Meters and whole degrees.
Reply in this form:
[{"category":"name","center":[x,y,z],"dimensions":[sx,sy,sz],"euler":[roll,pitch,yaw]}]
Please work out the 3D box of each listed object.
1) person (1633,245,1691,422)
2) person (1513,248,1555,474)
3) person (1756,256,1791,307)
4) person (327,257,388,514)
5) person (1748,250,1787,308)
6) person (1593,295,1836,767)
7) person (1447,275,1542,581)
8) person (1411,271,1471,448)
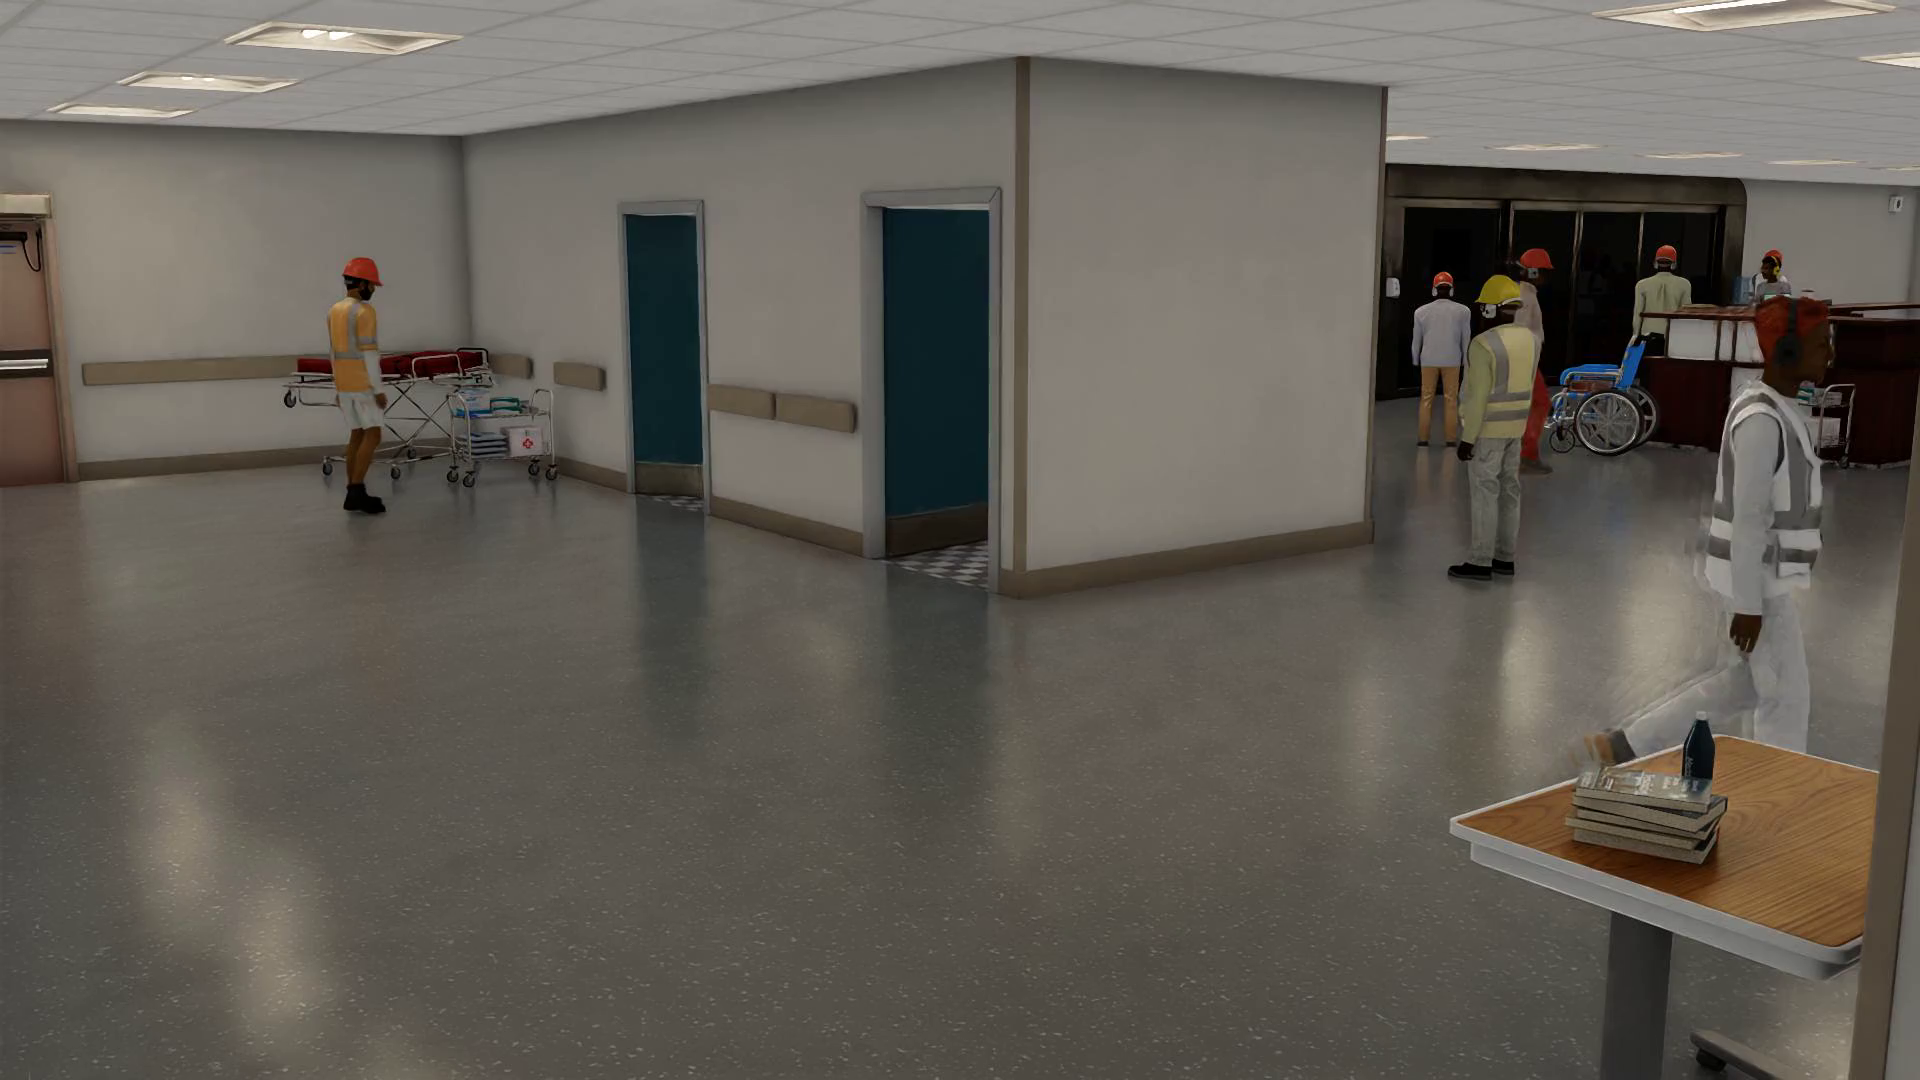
[{"category":"person","center":[7.927,-2.322,18.812],"dimensions":[0.610,1.996,0.378],"euler":[4,11,22]},{"category":"person","center":[5.019,-1.565,14.624],"dimensions":[0.679,1.969,0.617],"euler":[1,10,8]},{"category":"person","center":[9.905,-2.536,20.390],"dimensions":[0.312,1.864,0.532],"euler":[-4,11,-22]},{"category":"person","center":[-4.541,-1.152,12.502],"dimensions":[0.733,1.913,0.579],"euler":[9,13,41]},{"category":"person","center":[11.639,-3.208,23.988],"dimensions":[0.392,1.929,0.546],"euler":[-7,12,-34]},{"category":"person","center":[2.572,0.126,5.491],"dimensions":[0.786,1.862,0.589],"euler":[6,12,29]},{"category":"person","center":[3.208,-0.670,10.022],"dimensions":[0.590,1.833,0.404],"euler":[-8,13,-38]},{"category":"person","center":[4.761,-1.779,16.480],"dimensions":[0.564,1.743,0.352],"euler":[3,11,17]}]
